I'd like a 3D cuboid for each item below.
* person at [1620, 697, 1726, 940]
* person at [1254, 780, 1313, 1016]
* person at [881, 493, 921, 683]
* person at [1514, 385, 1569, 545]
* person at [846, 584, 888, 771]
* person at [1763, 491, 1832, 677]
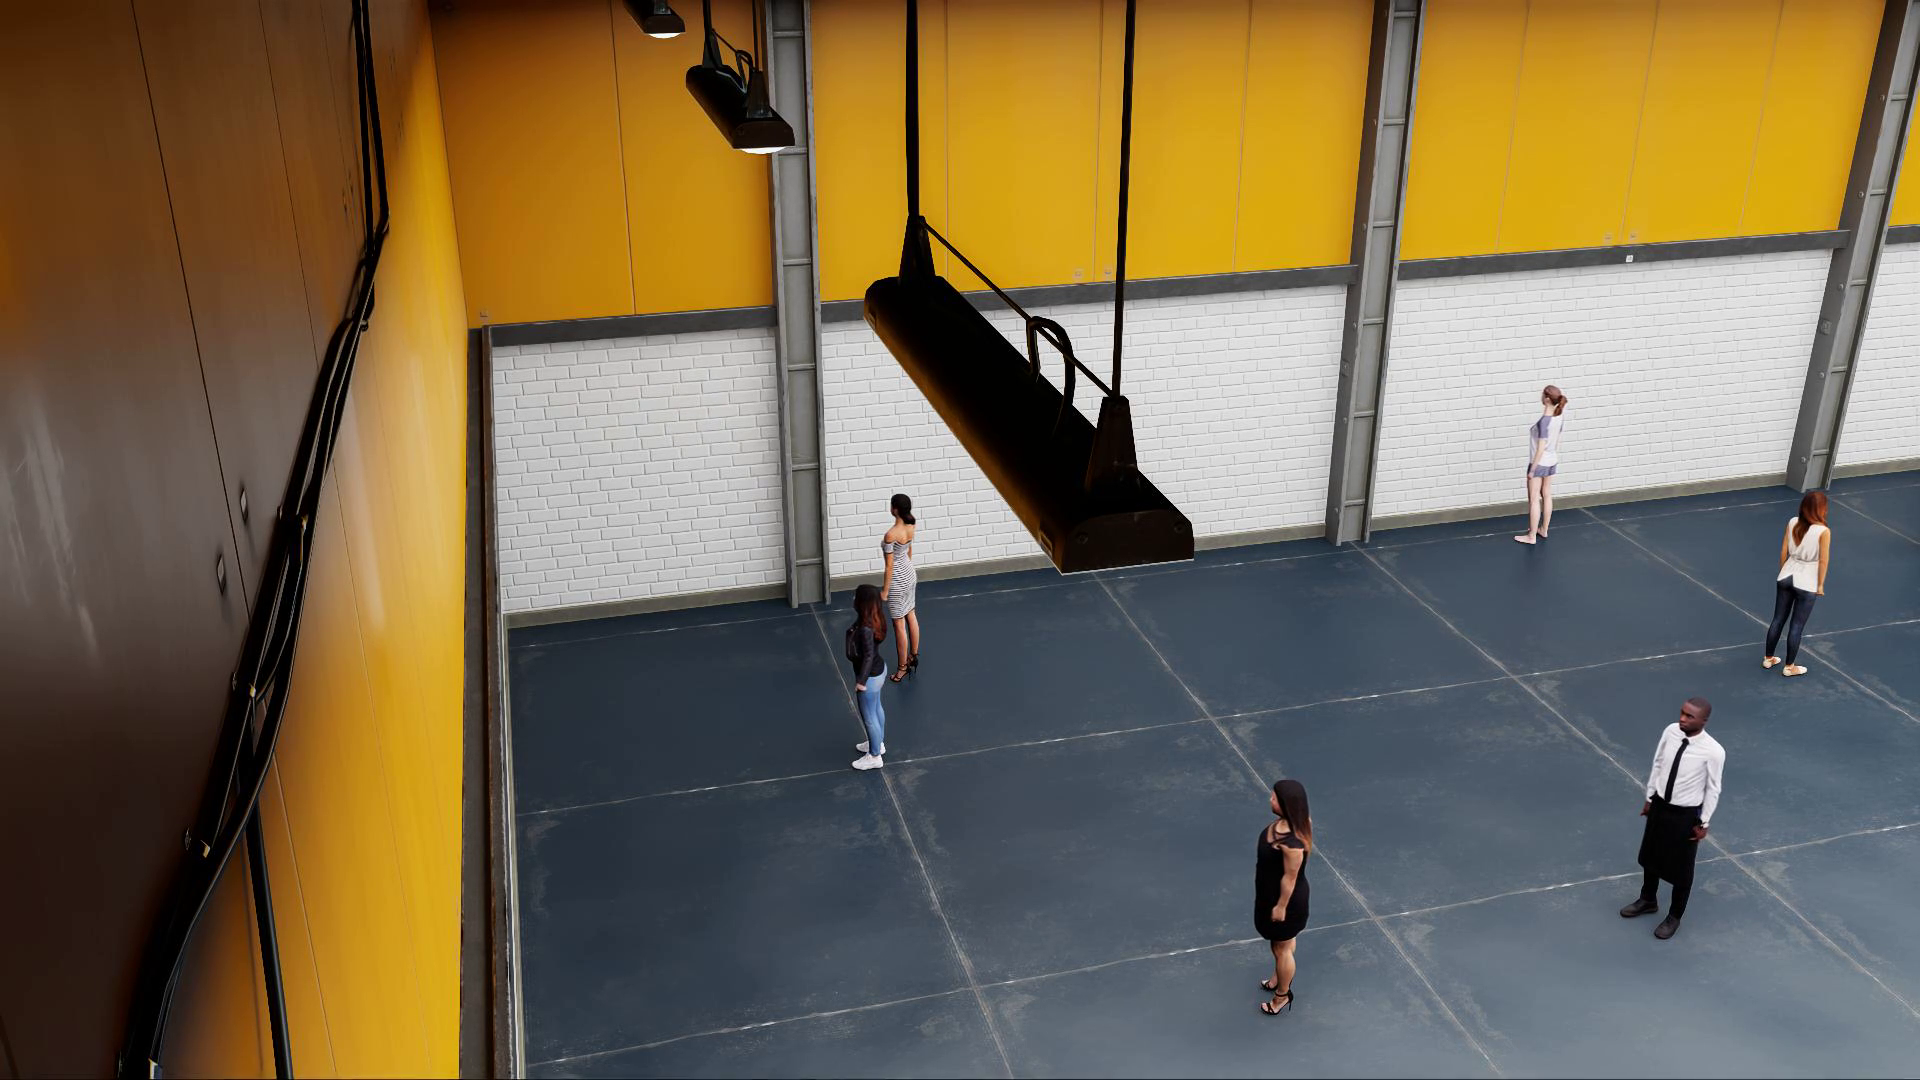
[{"bbox_3d":[5.023,1.906,11.631,0.631,1.836,0.701,-14,27,-29],"label":"person"},{"bbox_3d":[2.115,2.317,10.838,0.759,1.717,0.756,5,24,12],"label":"person"},{"bbox_3d":[-0.523,0.418,15.051,0.731,1.822,0.675,12,27,26],"label":"person"},{"bbox_3d":[6.290,-0.824,17.962,0.620,1.766,0.727,-19,30,-37],"label":"person"},{"bbox_3d":[-0.749,1.103,13.716,0.685,1.635,0.708,2,24,6],"label":"person"},{"bbox_3d":[7.638,0.389,15.165,0.614,1.785,0.639,-14,27,-28],"label":"person"}]
